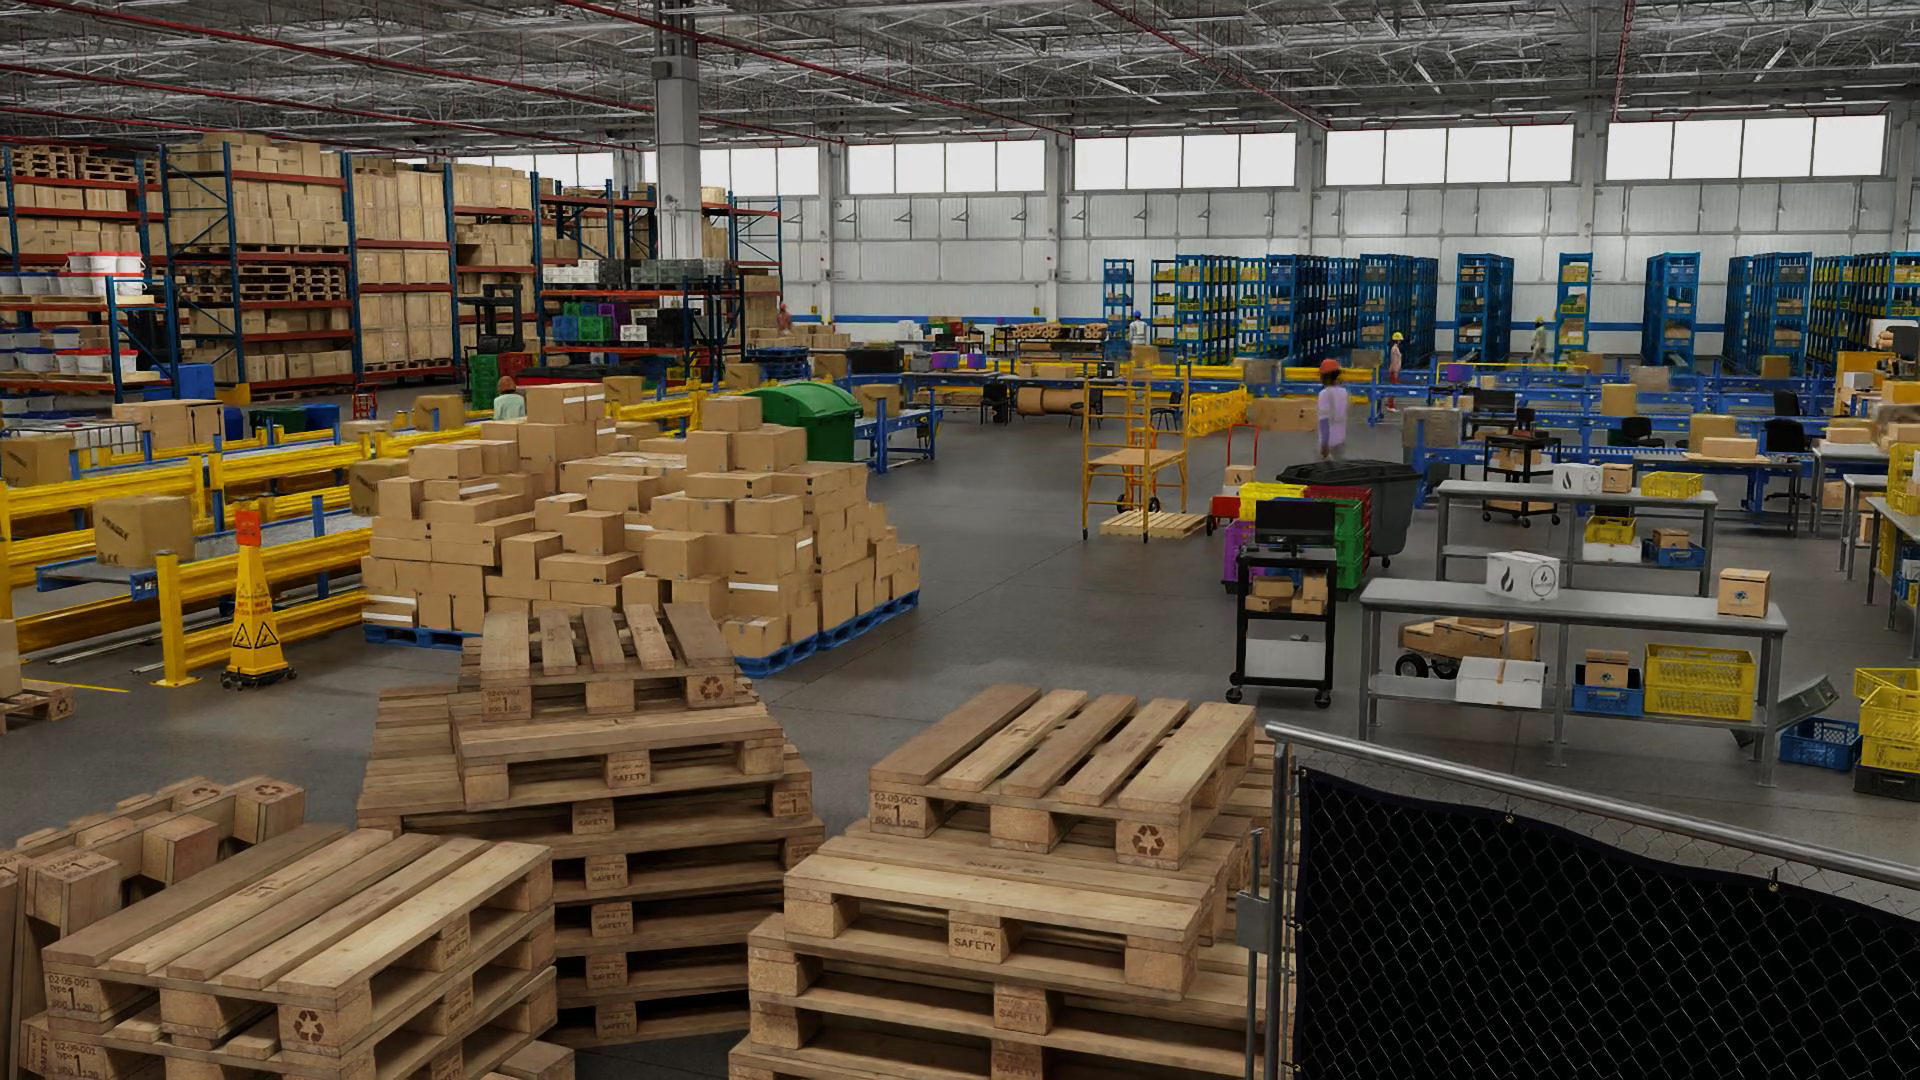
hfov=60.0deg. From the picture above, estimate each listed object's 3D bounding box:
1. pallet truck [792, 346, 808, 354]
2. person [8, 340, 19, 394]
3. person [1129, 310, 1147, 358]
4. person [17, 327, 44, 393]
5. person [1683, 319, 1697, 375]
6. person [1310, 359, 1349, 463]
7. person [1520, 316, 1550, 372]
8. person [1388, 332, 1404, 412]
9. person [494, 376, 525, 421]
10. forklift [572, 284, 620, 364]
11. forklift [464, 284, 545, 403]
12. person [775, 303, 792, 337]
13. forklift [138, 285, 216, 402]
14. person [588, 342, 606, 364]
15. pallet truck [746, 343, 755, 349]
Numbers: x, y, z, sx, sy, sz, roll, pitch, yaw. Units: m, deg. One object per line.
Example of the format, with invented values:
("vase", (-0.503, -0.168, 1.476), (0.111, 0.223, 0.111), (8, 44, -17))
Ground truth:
("pallet truck", (-3.705, -4.298, 42.022), (0.653, 1.274, 1.630), (3, 10, 20))
("person", (-22.490, -4.205, 39.944), (0.894, 1.766, 0.687), (-5, 10, -30))
("person", (5.465, -6.077, 51.155), (0.608, 1.950, 0.386), (-5, 10, -27))
("person", (-21.155, -3.909, 37.794), (0.560, 1.883, 1.022), (4, 10, 25))
("person", (21.510, -5.699, 49.269), (0.967, 1.796, 0.566), (2, 9, 14))
("person", (4.690, -1.300, 21.078), (0.624, 1.989, 1.075), (-8, 12, -43))
("person", (17.619, -5.926, 50.735), (0.932, 1.782, 0.588), (2, 9, 13))
("person", (9.683, -3.722, 36.948), (0.312, 1.768, 0.530), (2, 9, 14))
("person", (-6.335, -1.495, 23.417), (0.286, 1.625, 0.497), (7, 11, 37))
("forklift", (-10.474, -5.819, 46.628), (1.129, 2.768, 1.873), (3, 10, 20))
("forklift", (-10.832, -4.702, 39.610), (1.129, 2.768, 1.873), (3, 10, 20))
("person", (-6.703, -7.960, 62.889), (0.660, 1.973, 0.585), (4, 10, 22))
("forklift", (-17.480, -4.200, 36.461), (1.873, 2.768, 1.129), (3, 10, 19))
("person", (-9.979, -5.075, 45.791), (0.541, 1.657, 0.857), (-1, 9, -9))
("pallet truck", (-6.183, -4.618, 44.264), (1.601, 1.201, 0.680), (-9, 12, -43))
